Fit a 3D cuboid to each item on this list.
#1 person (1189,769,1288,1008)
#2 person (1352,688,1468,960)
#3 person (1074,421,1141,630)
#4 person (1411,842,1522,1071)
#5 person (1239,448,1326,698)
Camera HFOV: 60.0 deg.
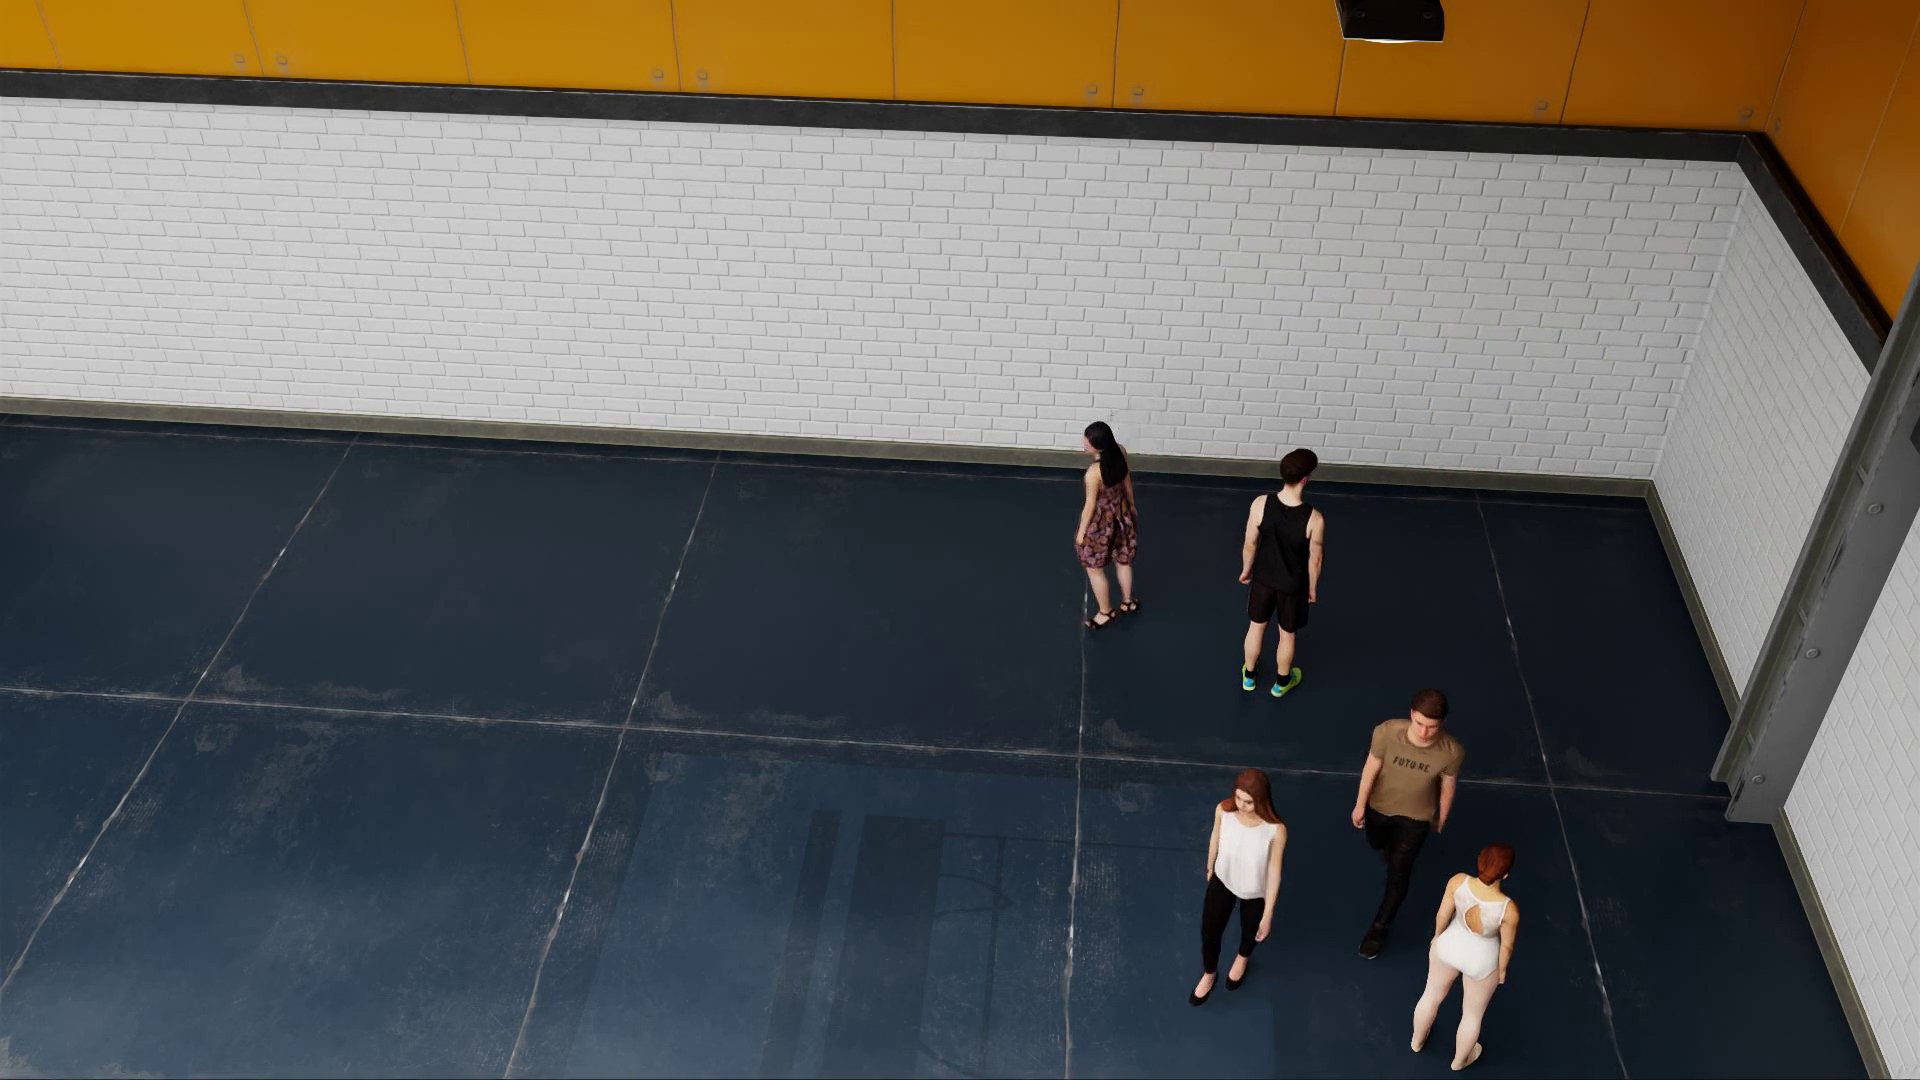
[{"bbox_3d":[1.553,1.788,8.932,0.742,1.706,0.817,18,42,21],"label":"person"},{"bbox_3d":[2.481,1.438,9.275,0.949,1.825,1.240,13,40,16],"label":"person"},{"bbox_3d":[1.046,-0.109,11.271,0.815,1.751,0.912,-27,46,-29],"label":"person"},{"bbox_3d":[2.609,2.133,8.550,0.620,1.644,0.627,25,45,28],"label":"person"},{"bbox_3d":[2.068,0.235,10.727,0.748,1.892,0.705,16,41,19],"label":"person"}]
